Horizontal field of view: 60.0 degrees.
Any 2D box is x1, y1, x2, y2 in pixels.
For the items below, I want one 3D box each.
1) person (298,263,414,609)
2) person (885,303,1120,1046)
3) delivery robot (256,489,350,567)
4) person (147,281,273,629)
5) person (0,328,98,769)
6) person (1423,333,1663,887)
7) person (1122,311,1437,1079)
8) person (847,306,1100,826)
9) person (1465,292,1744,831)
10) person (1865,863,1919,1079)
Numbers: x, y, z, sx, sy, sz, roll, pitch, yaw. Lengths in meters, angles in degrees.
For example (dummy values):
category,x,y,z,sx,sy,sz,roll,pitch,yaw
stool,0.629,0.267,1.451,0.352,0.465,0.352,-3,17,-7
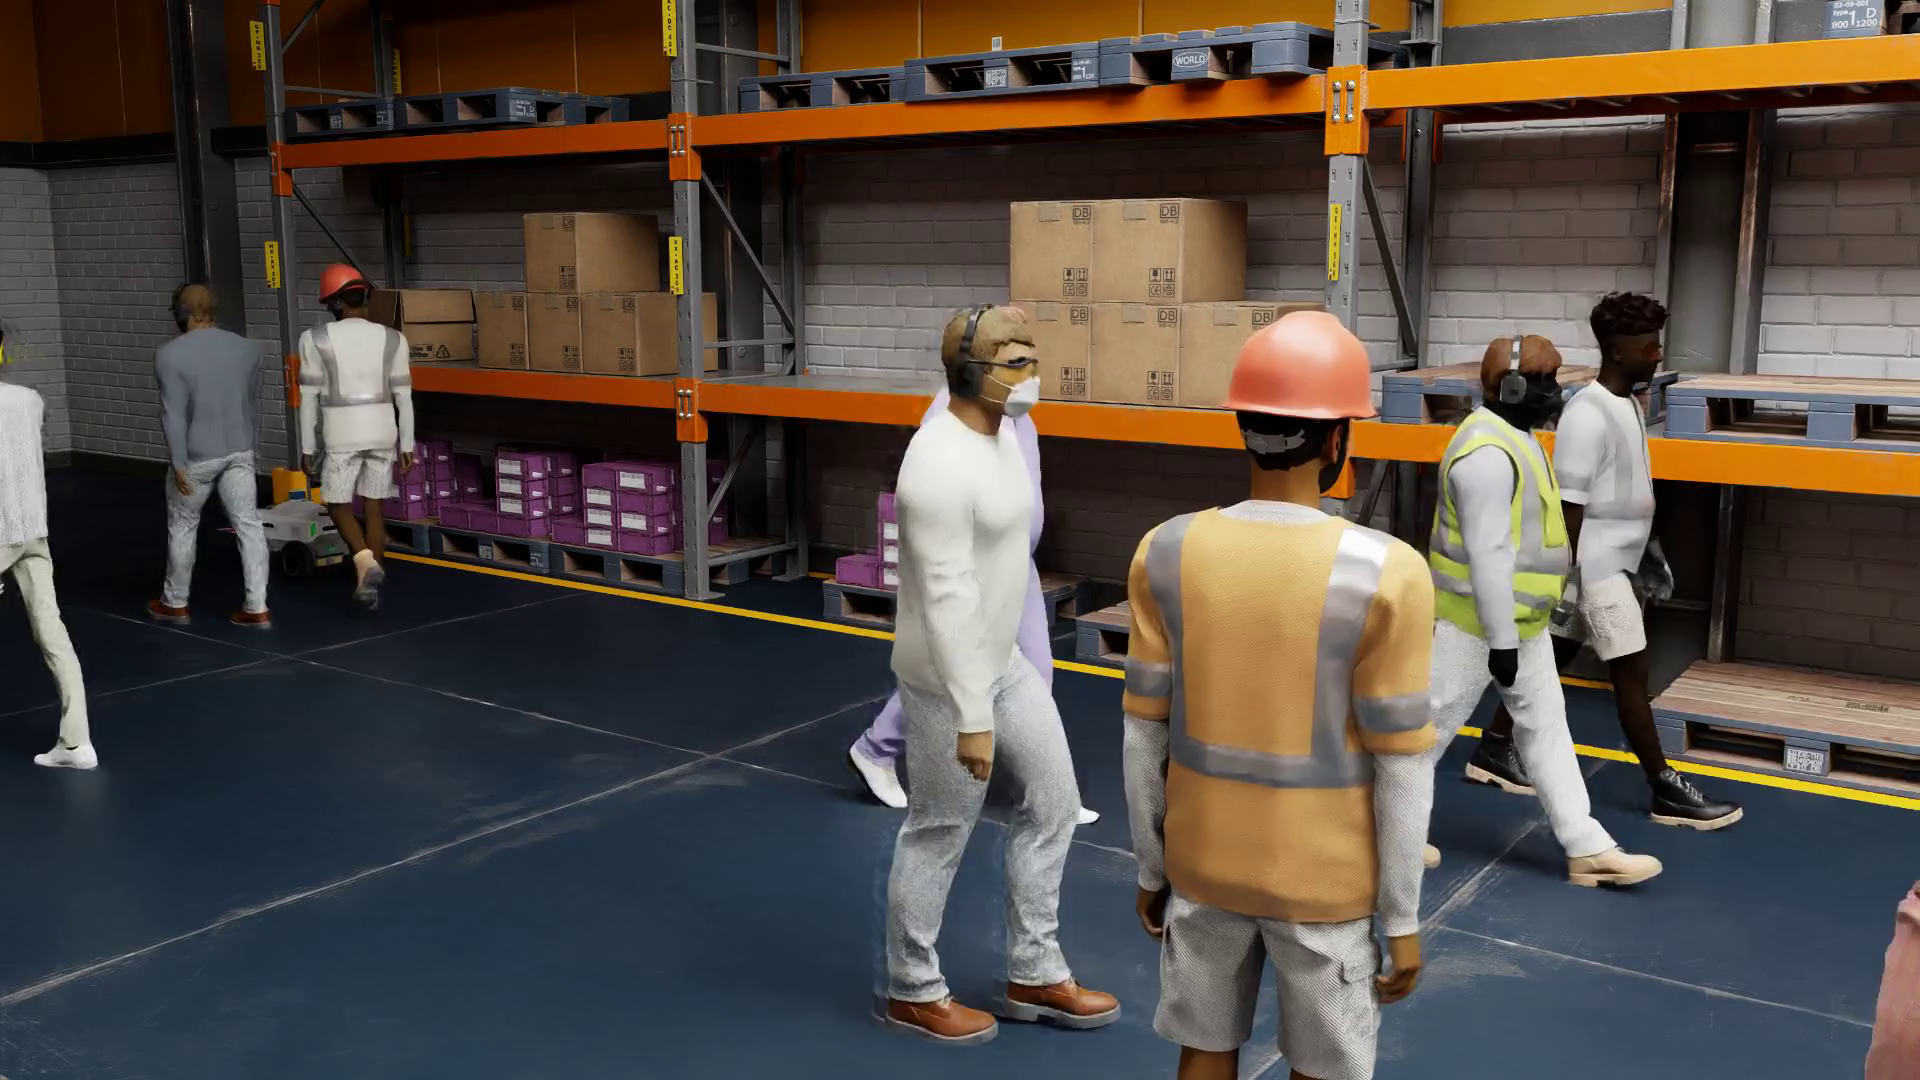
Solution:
category,x,y,z,sx,sy,sz,roll,pitch,yaw
person,-3.413,-0.565,9.486,0.627,2.014,0.652,-6,11,-33
person,0.132,0.371,4.202,0.747,1.911,0.650,3,10,19
delivery robot,-4.234,-0.081,10.659,0.707,0.478,0.477,6,11,32
person,-4.188,-0.460,9.202,0.911,1.903,0.655,6,11,33
person,-3.869,0.007,6.635,0.936,1.829,0.510,4,10,21
person,1.752,0.237,5.365,0.981,1.793,0.651,5,11,29
person,0.559,0.573,2.930,0.548,1.936,0.378,6,11,32
person,0.024,0.095,5.988,0.899,1.873,0.644,6,11,31
person,2.350,0.059,6.077,1.002,1.917,0.630,6,11,30
person,1.499,0.748,2.102,0.678,1.871,0.899,-4,10,-23
